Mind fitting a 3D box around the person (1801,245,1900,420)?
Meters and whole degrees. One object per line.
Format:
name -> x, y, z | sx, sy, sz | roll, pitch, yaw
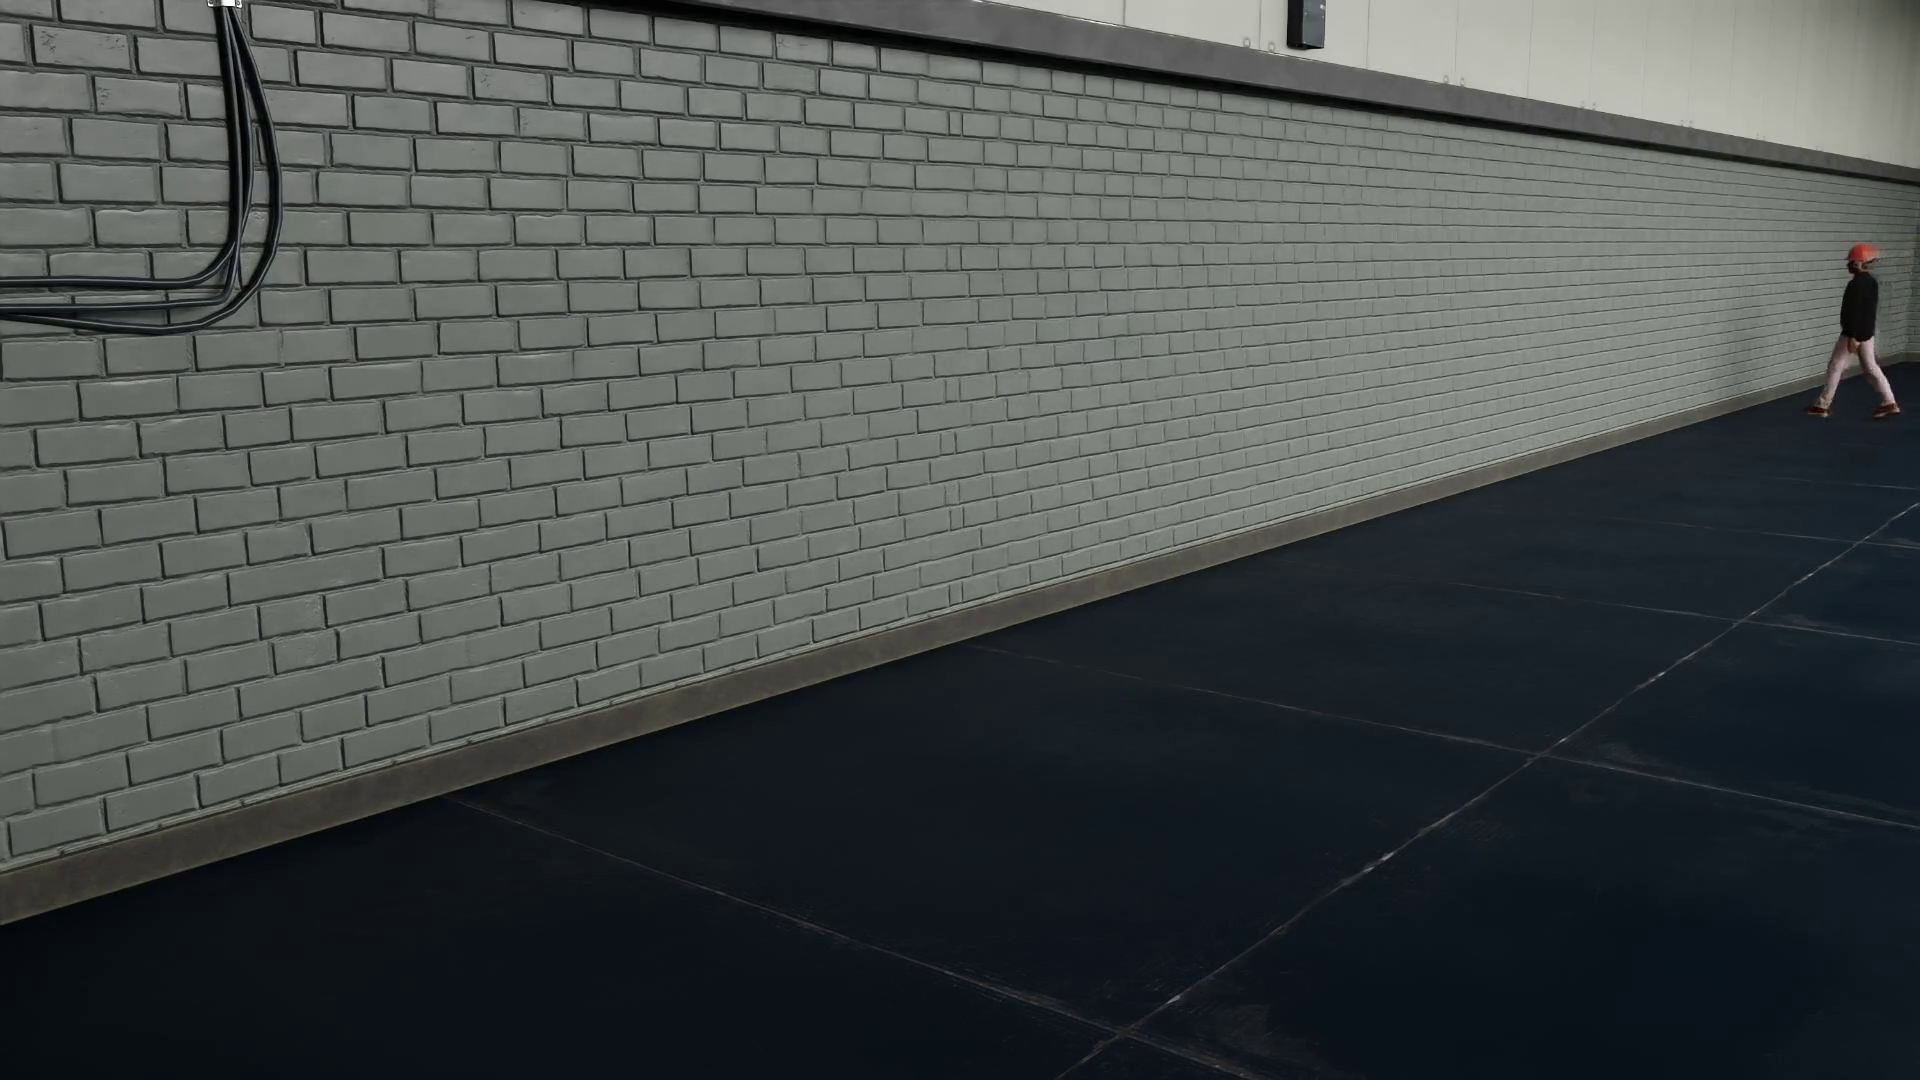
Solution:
person -> 10.141, -2.337, 18.729 | 0.630, 1.953, 1.027 | -7, 13, -36
